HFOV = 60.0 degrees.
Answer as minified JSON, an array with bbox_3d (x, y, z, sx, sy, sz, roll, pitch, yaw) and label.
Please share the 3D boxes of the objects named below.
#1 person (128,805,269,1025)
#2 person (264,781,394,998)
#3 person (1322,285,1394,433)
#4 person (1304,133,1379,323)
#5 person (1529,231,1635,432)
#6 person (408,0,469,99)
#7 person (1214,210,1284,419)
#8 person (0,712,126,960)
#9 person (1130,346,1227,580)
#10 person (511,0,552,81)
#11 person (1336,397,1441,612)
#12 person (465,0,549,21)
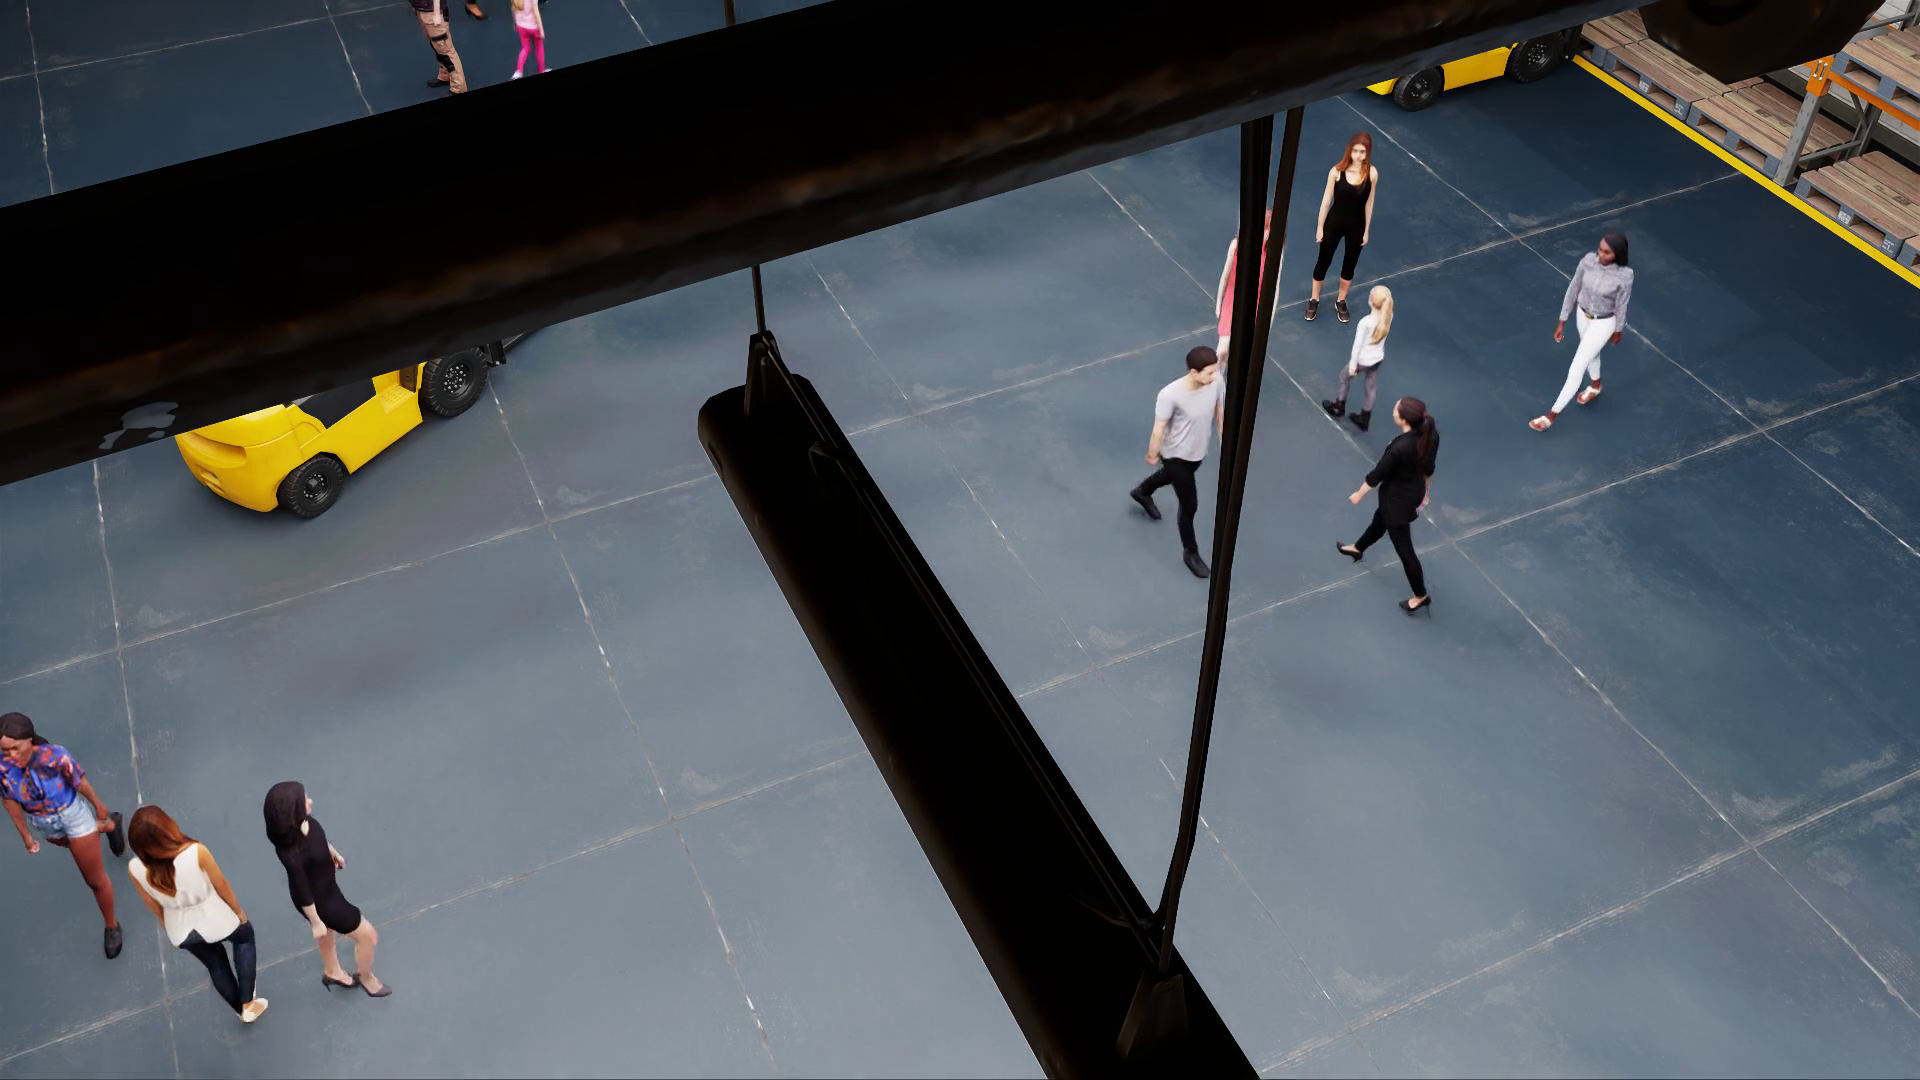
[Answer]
[{"bbox_3d":[-3.979,2.083,8.737,0.666,1.773,0.670,-9,44,-9],"label":"person"},{"bbox_3d":[-3.508,1.921,8.894,0.720,1.790,0.607,-13,45,-14],"label":"person"},{"bbox_3d":[3.151,-1.353,12.709,0.523,1.269,0.649,-19,47,-19],"label":"person"},{"bbox_3d":[3.164,-2.575,13.660,0.658,1.725,0.673,4,44,5],"label":"person"},{"bbox_3d":[4.917,-1.669,12.751,0.754,1.668,1.128,-25,49,-24],"label":"person"},{"bbox_3d":[-5.209,-5.266,16.400,0.773,1.842,0.572,-25,49,-24],"label":"person"},{"bbox_3d":[2.218,-1.818,12.808,0.816,1.804,0.892,8,44,9],"label":"person"},{"bbox_3d":[-5.035,1.510,9.382,0.788,1.712,1.219,-6,44,-6],"label":"person"},{"bbox_3d":[1.505,-0.673,11.586,0.815,1.832,1.235,-26,50,-25],"label":"person"},{"bbox_3d":[-4.365,-5.123,16.673,0.774,1.259,0.843,13,45,13],"label":"person"},{"bbox_3d":[3.041,-0.193,11.246,0.797,1.607,1.160,-30,51,-28],"label":"person"},{"bbox_3d":[-5.126,-6.342,17.563,0.984,1.797,1.155,-4,44,-4],"label":"person"}]
